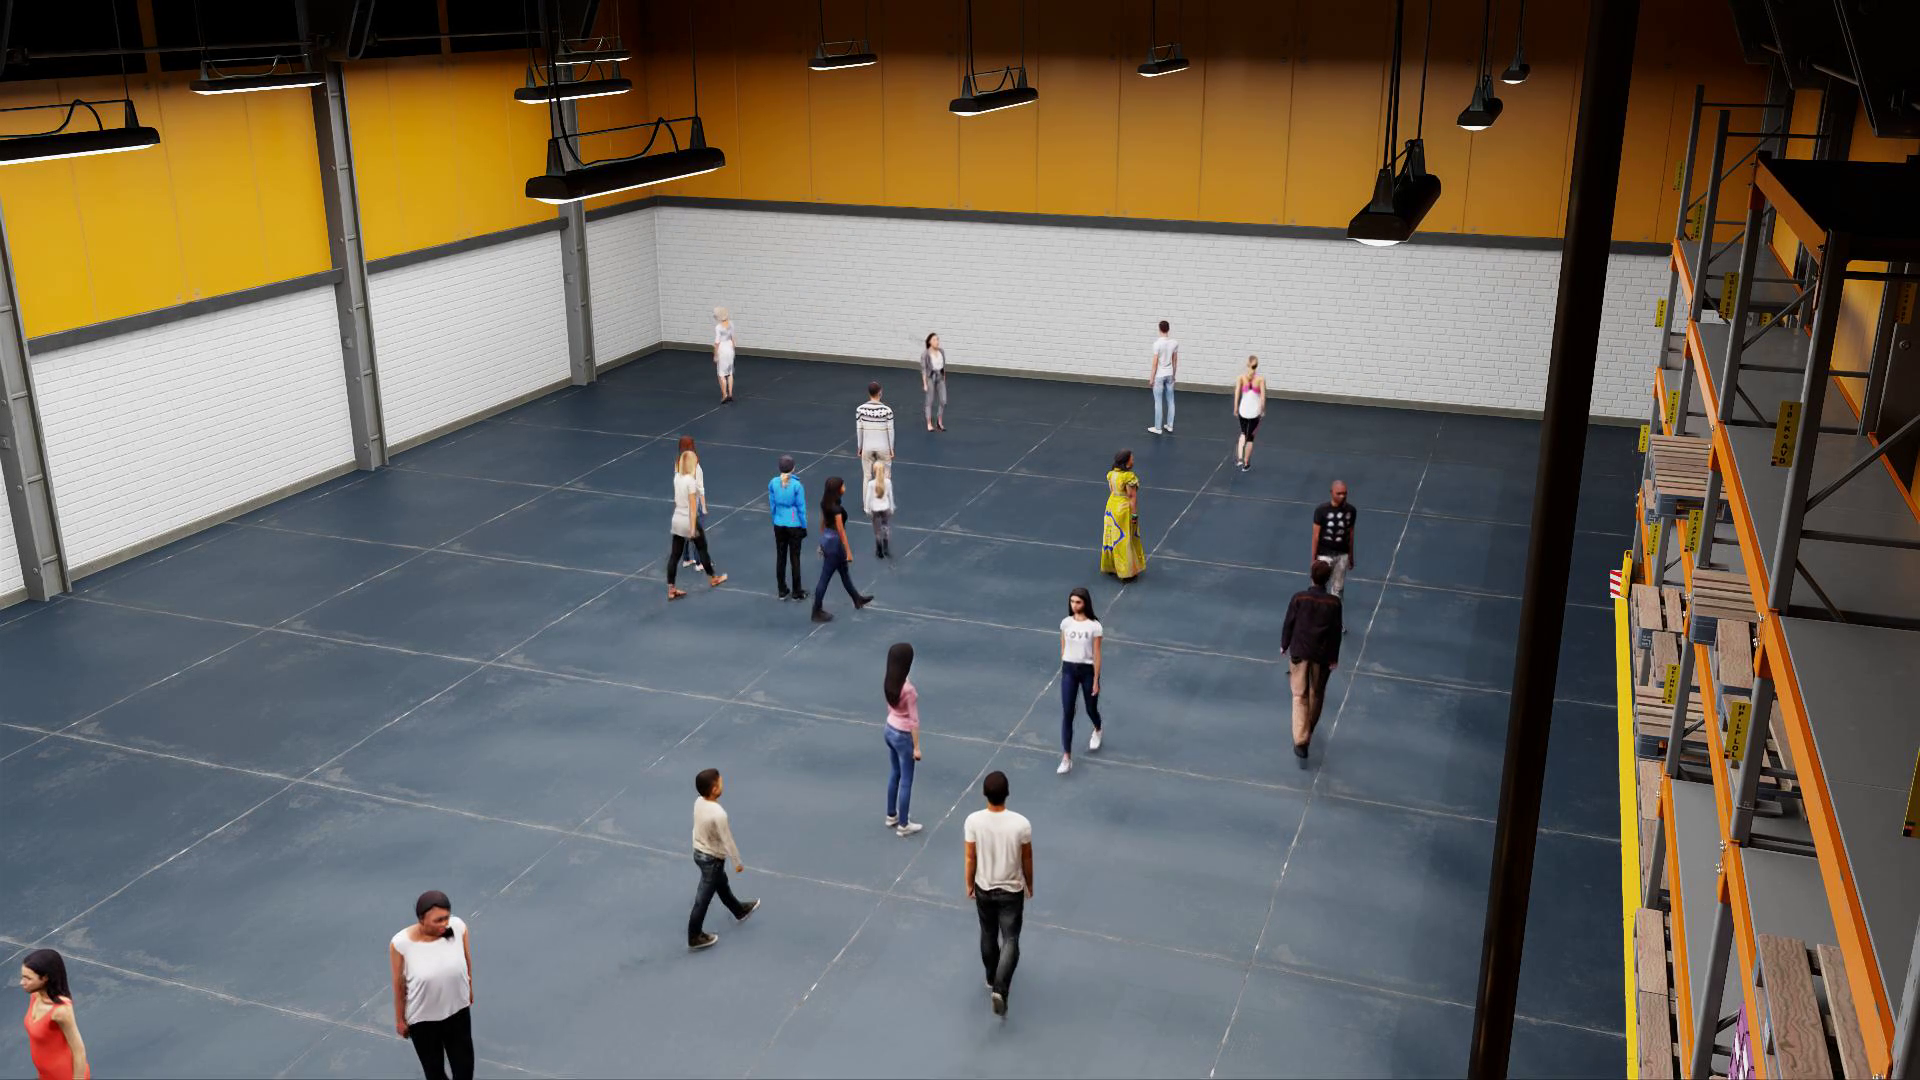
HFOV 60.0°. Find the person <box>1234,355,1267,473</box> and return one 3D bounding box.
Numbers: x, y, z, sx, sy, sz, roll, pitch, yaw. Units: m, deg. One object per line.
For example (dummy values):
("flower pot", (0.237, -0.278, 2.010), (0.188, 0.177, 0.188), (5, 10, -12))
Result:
("person", (4.345, -1.880, 25.046), (0.625, 1.775, 0.605), (8, 20, 23))

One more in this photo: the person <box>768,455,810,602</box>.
("person", (-2.053, -0.152, 19.882), (0.622, 1.796, 0.520), (8, 20, 22))

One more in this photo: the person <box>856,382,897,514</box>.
("person", (-1.170, -1.280, 23.136), (0.729, 1.859, 0.652), (2, 19, 7))

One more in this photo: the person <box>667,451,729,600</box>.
("person", (-3.353, -0.143, 19.873), (0.845, 1.785, 1.145), (13, 23, 34))

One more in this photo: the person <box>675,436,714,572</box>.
("person", (-3.388, -0.475, 20.947), (0.625, 1.728, 0.593), (12, 22, 33))

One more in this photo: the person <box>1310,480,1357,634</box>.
("person", (4.228, 0.179, 18.888), (0.755, 1.804, 0.755), (-3, 19, -8))

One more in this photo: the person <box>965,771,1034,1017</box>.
("person", (0.266, 2.535, 11.919), (0.755, 1.787, 1.072), (3, 19, 10))

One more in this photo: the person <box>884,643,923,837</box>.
("person", (-0.519, 1.708, 14.446), (0.676, 1.742, 0.641), (-11, 22, -30))

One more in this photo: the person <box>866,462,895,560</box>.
("person", (-1.009, -0.370, 21.350), (0.605, 1.272, 0.655), (-6, 19, -17))

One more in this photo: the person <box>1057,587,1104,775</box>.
("person", (1.179, 1.284, 15.696), (0.602, 1.747, 1.108), (7, 20, 20))

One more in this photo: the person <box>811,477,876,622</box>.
("person", (-1.560, 0.130, 19.194), (1.115, 1.702, 1.052), (-9, 21, -24))

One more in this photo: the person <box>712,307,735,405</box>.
("person", (-4.125, -3.270, 29.242), (0.583, 1.731, 0.753), (-14, 23, -36))

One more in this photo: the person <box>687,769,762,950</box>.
("person", (-1.970, 2.460, 12.689), (1.029, 1.438, 0.880), (-14, 23, -36))

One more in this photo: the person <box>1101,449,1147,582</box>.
("person", (2.016, -0.333, 20.632), (1.033, 1.661, 1.001), (-11, 22, -30))

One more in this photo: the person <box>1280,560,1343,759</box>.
("person", (3.326, 1.164, 15.840), (0.933, 1.883, 1.324), (2, 19, 5))

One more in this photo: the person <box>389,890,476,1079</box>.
("person", (-3.401, 2.979, 10.788), (0.892, 1.667, 0.949), (-10, 21, -27))

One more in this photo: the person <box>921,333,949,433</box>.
("person", (-0.475, -2.590, 27.334), (0.772, 1.661, 0.840), (-11, 22, -30))

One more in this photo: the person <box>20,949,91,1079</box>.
("person", (-5.388, 3.218, 9.998), (0.635, 1.718, 0.612), (13, 23, 34))

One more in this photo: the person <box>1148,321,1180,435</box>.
("person", (3.349, -2.682, 27.301), (0.704, 1.856, 0.786), (-10, 21, -28))
